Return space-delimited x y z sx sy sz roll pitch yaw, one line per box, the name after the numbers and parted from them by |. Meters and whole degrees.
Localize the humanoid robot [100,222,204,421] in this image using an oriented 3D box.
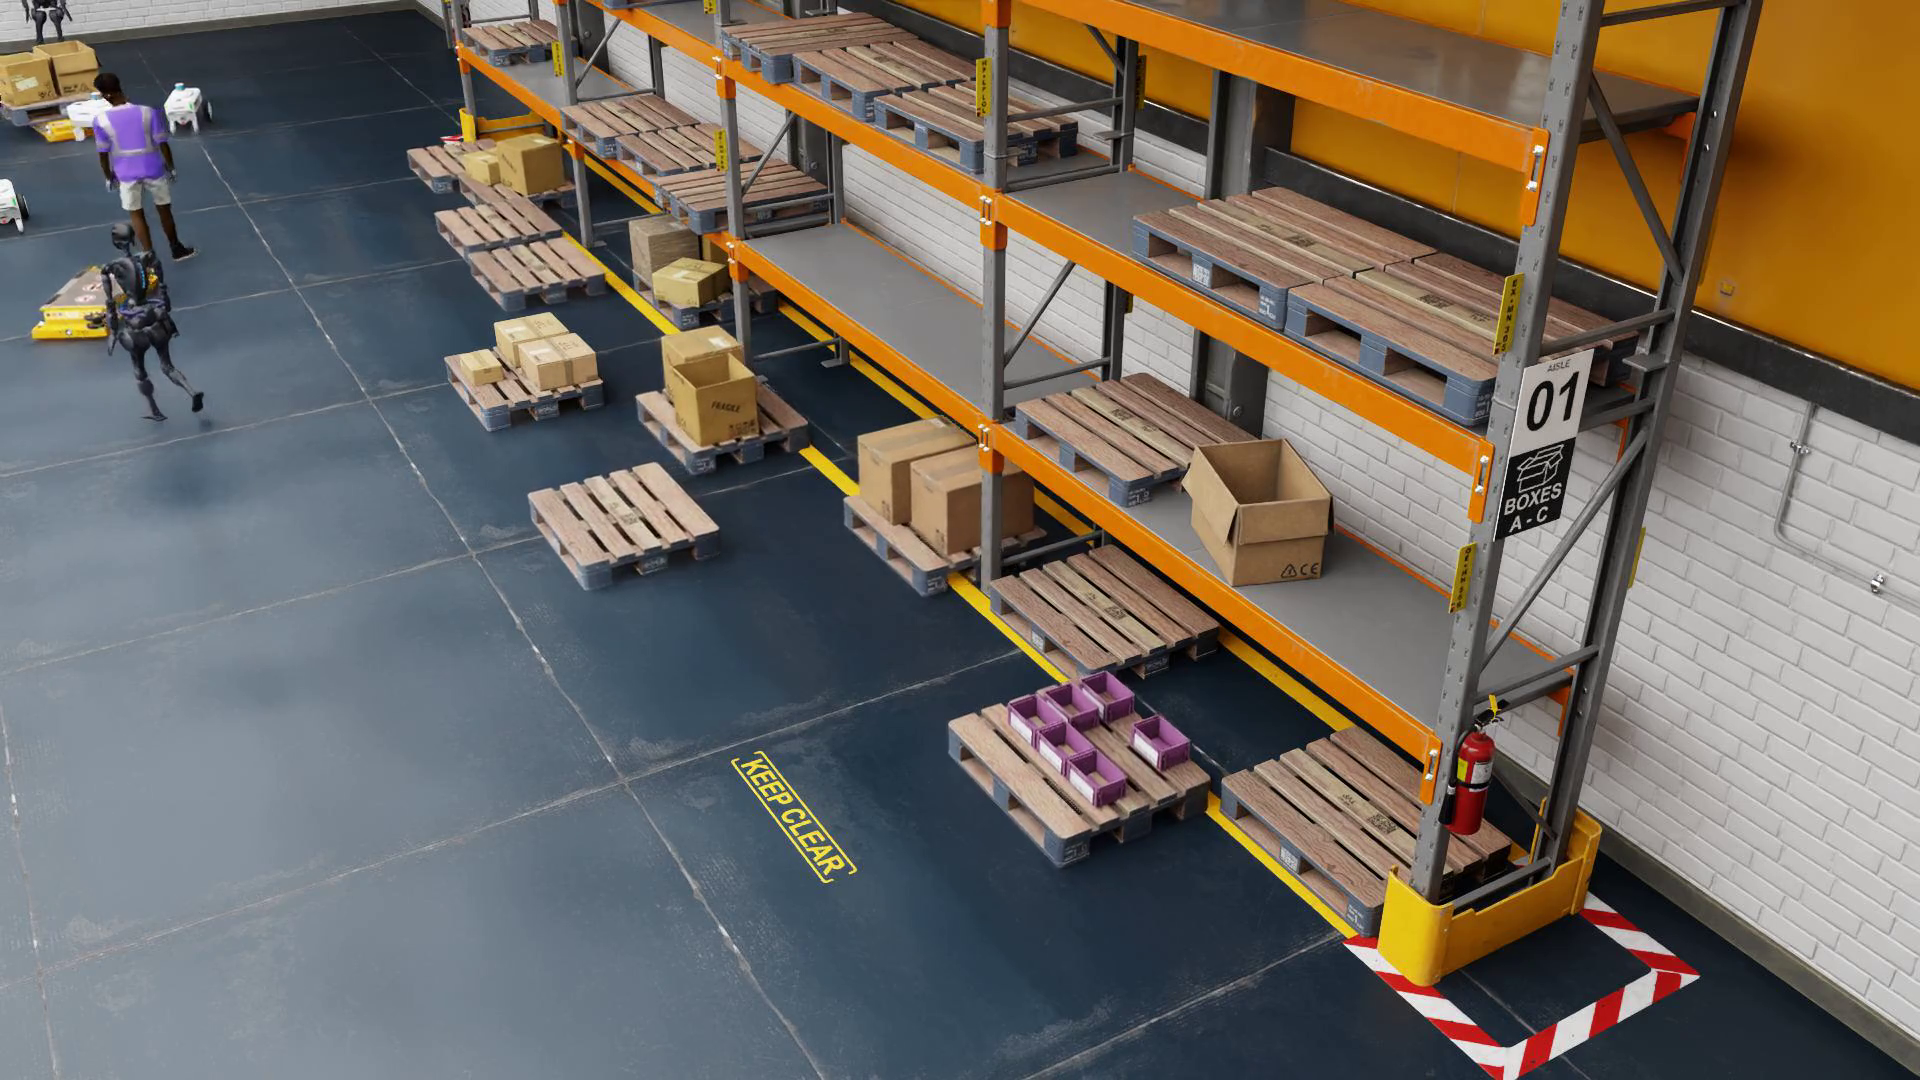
-6.460 -1.699 13.217 0.569 1.641 0.614 15 33 24 | humanoid robot

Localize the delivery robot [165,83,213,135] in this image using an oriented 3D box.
-9.772 -5.451 20.977 0.499 0.606 0.807 -7 30 -12 | delivery robot

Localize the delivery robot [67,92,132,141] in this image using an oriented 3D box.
-10.593 -5.233 20.577 0.774 0.592 0.499 1 30 1 | delivery robot

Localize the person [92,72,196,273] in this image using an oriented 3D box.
-8.018 -3.610 16.330 0.728 1.938 0.397 -16 33 -27 | person

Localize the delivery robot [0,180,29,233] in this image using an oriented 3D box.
-10.195 -3.579 17.638 0.499 0.572 0.747 -16 33 -26 | delivery robot

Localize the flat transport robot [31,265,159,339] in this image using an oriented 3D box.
-8.087 -2.242 15.589 0.659 0.231 1.431 -2 30 -4 | flat transport robot

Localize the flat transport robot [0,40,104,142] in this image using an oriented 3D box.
-11.378 -5.318 21.021 0.659 0.231 1.431 -24 37 -35 | flat transport robot

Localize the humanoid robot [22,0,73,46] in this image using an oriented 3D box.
-12.909 -7.502 23.460 0.646 1.640 0.381 -10 31 -16 | humanoid robot
